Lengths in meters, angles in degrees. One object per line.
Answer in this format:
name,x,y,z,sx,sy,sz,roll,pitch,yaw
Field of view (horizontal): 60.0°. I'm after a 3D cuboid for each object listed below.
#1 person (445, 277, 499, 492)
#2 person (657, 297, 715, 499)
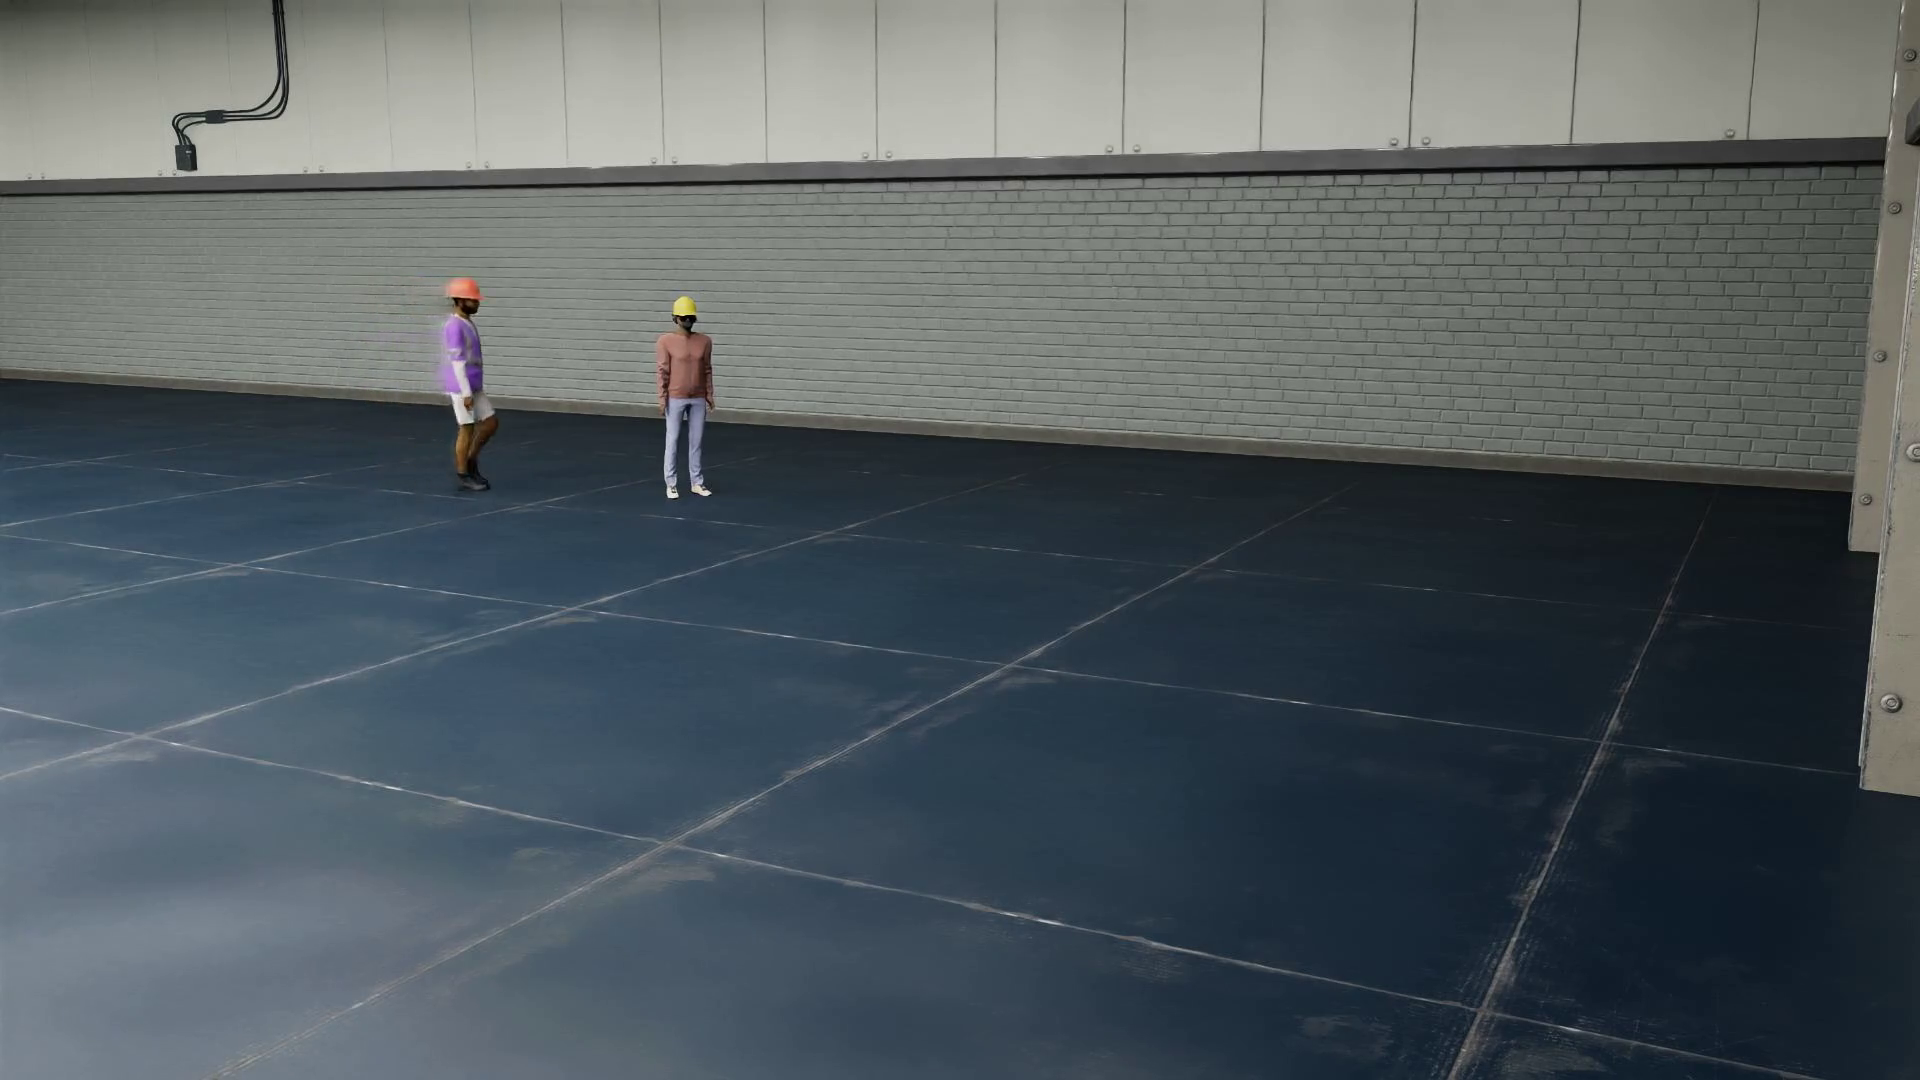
person,-4.375,-1.376,14.876,0.421,1.920,0.571,0,10,-1
person,-2.388,-1.241,14.565,0.533,1.767,0.326,-7,13,-34
